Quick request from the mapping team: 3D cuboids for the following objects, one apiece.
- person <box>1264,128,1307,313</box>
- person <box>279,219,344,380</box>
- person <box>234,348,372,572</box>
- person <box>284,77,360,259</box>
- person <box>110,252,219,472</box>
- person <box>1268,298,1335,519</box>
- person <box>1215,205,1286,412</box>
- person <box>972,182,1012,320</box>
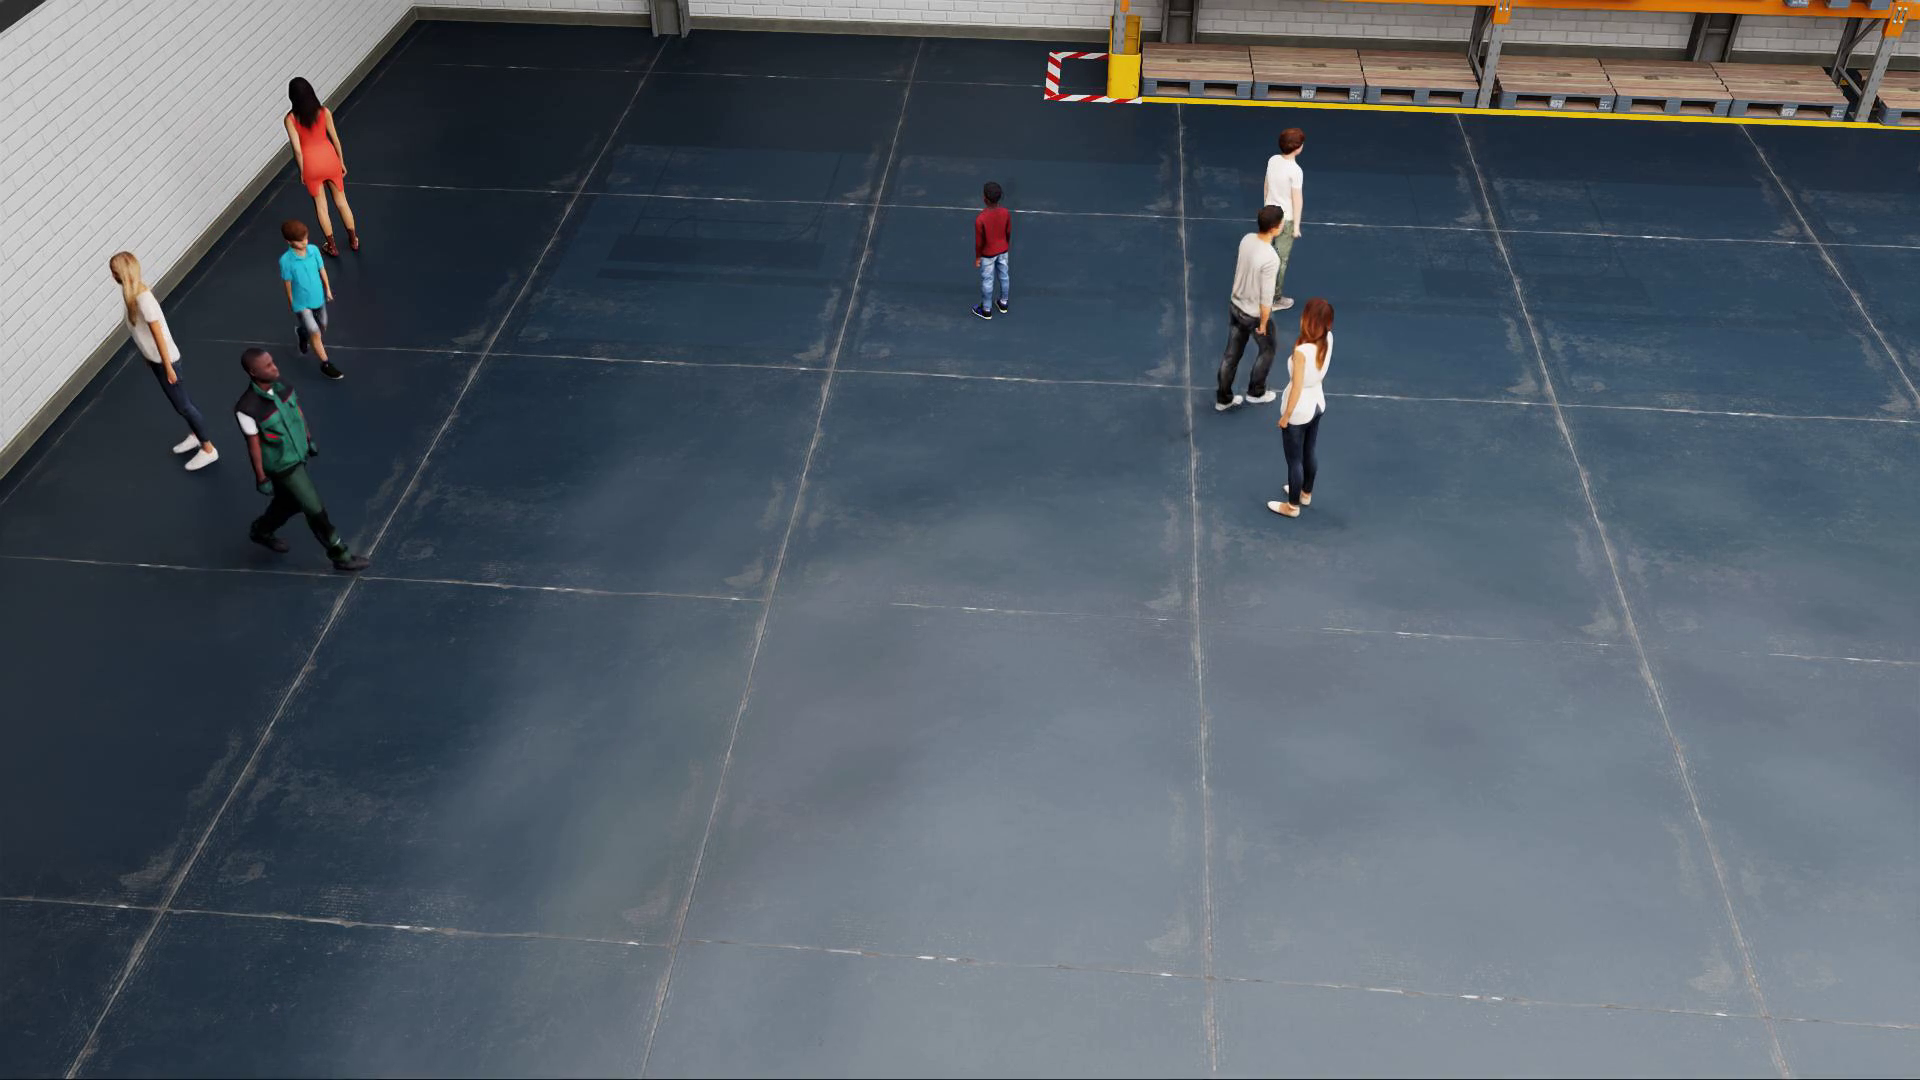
[{"bbox_3d":[2.766,-2.789,14.417,0.713,1.653,0.667,-24,44,-27],"label":"person"},{"bbox_3d":[-5.403,-2.003,13.624,0.942,1.415,0.799,26,45,28],"label":"person"},{"bbox_3d":[-4.735,-0.542,11.484,1.200,1.803,0.790,6,39,8],"label":"person"},{"bbox_3d":[-5.811,-3.391,15.118,0.655,1.719,0.731,-24,44,-27],"label":"person"},{"bbox_3d":[-5.980,-1.367,12.514,0.712,1.807,0.662,-26,45,-29],"label":"person"},{"bbox_3d":[2.493,-0.944,12.003,0.717,1.784,0.680,30,47,32],"label":"person"},{"bbox_3d":[2.209,-1.777,13.040,0.940,1.791,0.877,-22,44,-25],"label":"person"},{"bbox_3d":[0.291,-2.510,14.387,0.567,1.255,0.646,-20,43,-24],"label":"person"}]
